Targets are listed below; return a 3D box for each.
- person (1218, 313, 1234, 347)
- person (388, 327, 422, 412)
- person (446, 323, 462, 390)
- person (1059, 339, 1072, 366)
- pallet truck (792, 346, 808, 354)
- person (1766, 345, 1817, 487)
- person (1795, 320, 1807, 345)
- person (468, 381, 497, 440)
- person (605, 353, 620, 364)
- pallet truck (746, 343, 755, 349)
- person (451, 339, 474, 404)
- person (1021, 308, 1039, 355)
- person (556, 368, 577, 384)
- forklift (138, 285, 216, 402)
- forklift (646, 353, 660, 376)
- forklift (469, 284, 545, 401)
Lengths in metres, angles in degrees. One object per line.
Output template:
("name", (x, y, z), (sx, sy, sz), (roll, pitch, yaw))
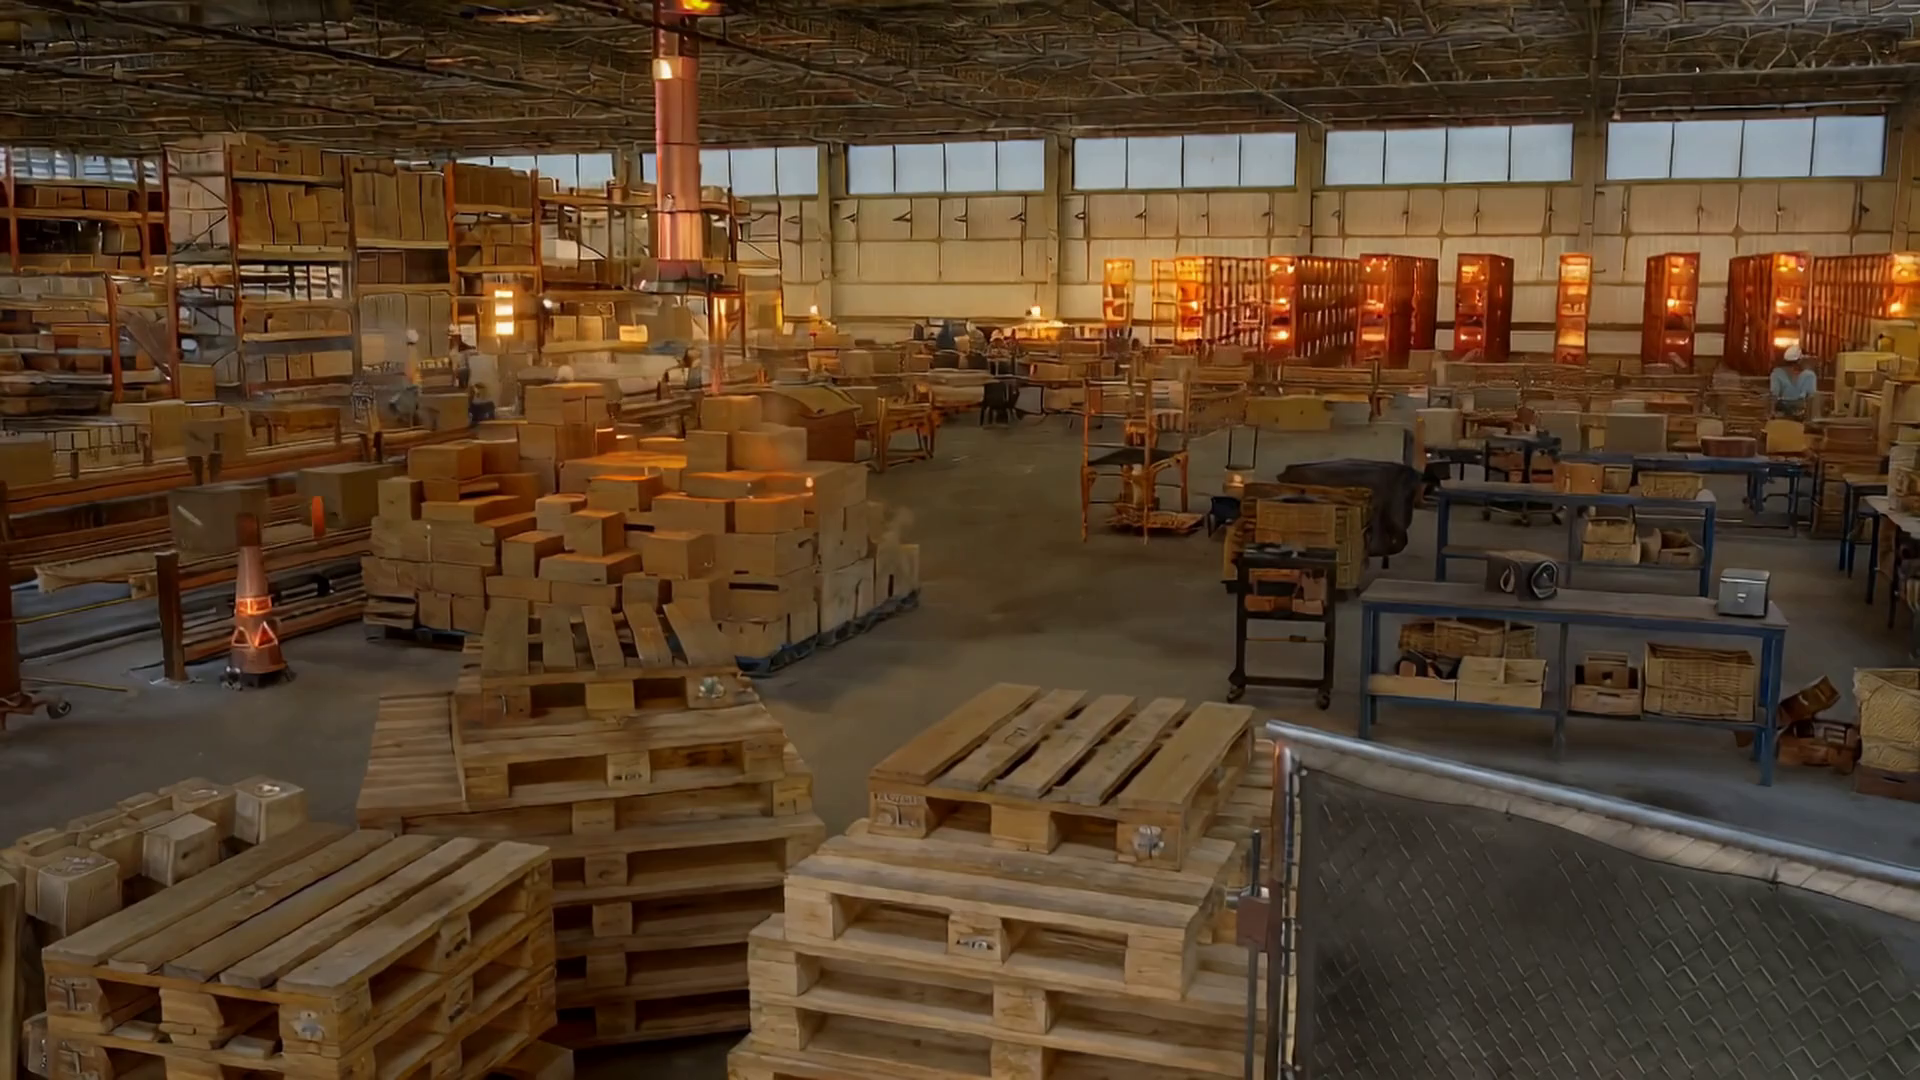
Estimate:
("person", (8.748, -6.577, 54.721), (0.594, 1.812, 0.442), (1, 9, 8))
("person", (-12.144, -3.737, 36.625), (0.867, 1.908, 0.552), (-3, 9, -17))
("person", (-13.453, -4.879, 44.246), (0.348, 1.756, 0.518), (6, 11, 33))
("person", (2.512, -3.885, 38.092), (0.863, 1.735, 0.536), (1, 9, 8))
("pallet truck", (-3.705, -4.298, 42.022), (0.653, 1.274, 1.630), (3, 10, 20))
("person", (11.933, -1.779, 23.888), (0.609, 2.040, 0.395), (5, 10, 27))
("person", (24.351, -5.562, 48.252), (0.390, 1.846, 0.564), (3, 10, 21))
("person", (-6.548, -1.418, 23.042), (0.535, 1.590, 0.777), (4, 10, 25))
("person", (-10.881, -6.213, 51.924), (0.653, 1.970, 0.705), (3, 10, 20))
("pallet truck", (-6.183, -4.618, 44.264), (1.601, 1.201, 0.680), (-9, 12, -43))
("person", (-10.727, -3.533, 36.045), (0.532, 1.675, 0.700), (3, 10, 20))
("person", (2.500, -7.066, 57.526), (0.946, 1.907, 0.609), (8, 12, 43))
("person", (-5.305, -1.420, 22.443), (0.633, 1.784, 0.936), (4, 10, 26))
("forklift", (-17.480, -4.200, 36.461), (1.873, 2.768, 1.129), (3, 10, 19))
("forklift", (-7.995, -5.993, 47.717), (1.873, 2.768, 1.129), (3, 10, 20))
("forklift", (-10.832, -4.702, 39.610), (1.129, 2.768, 1.873), (3, 10, 20))
